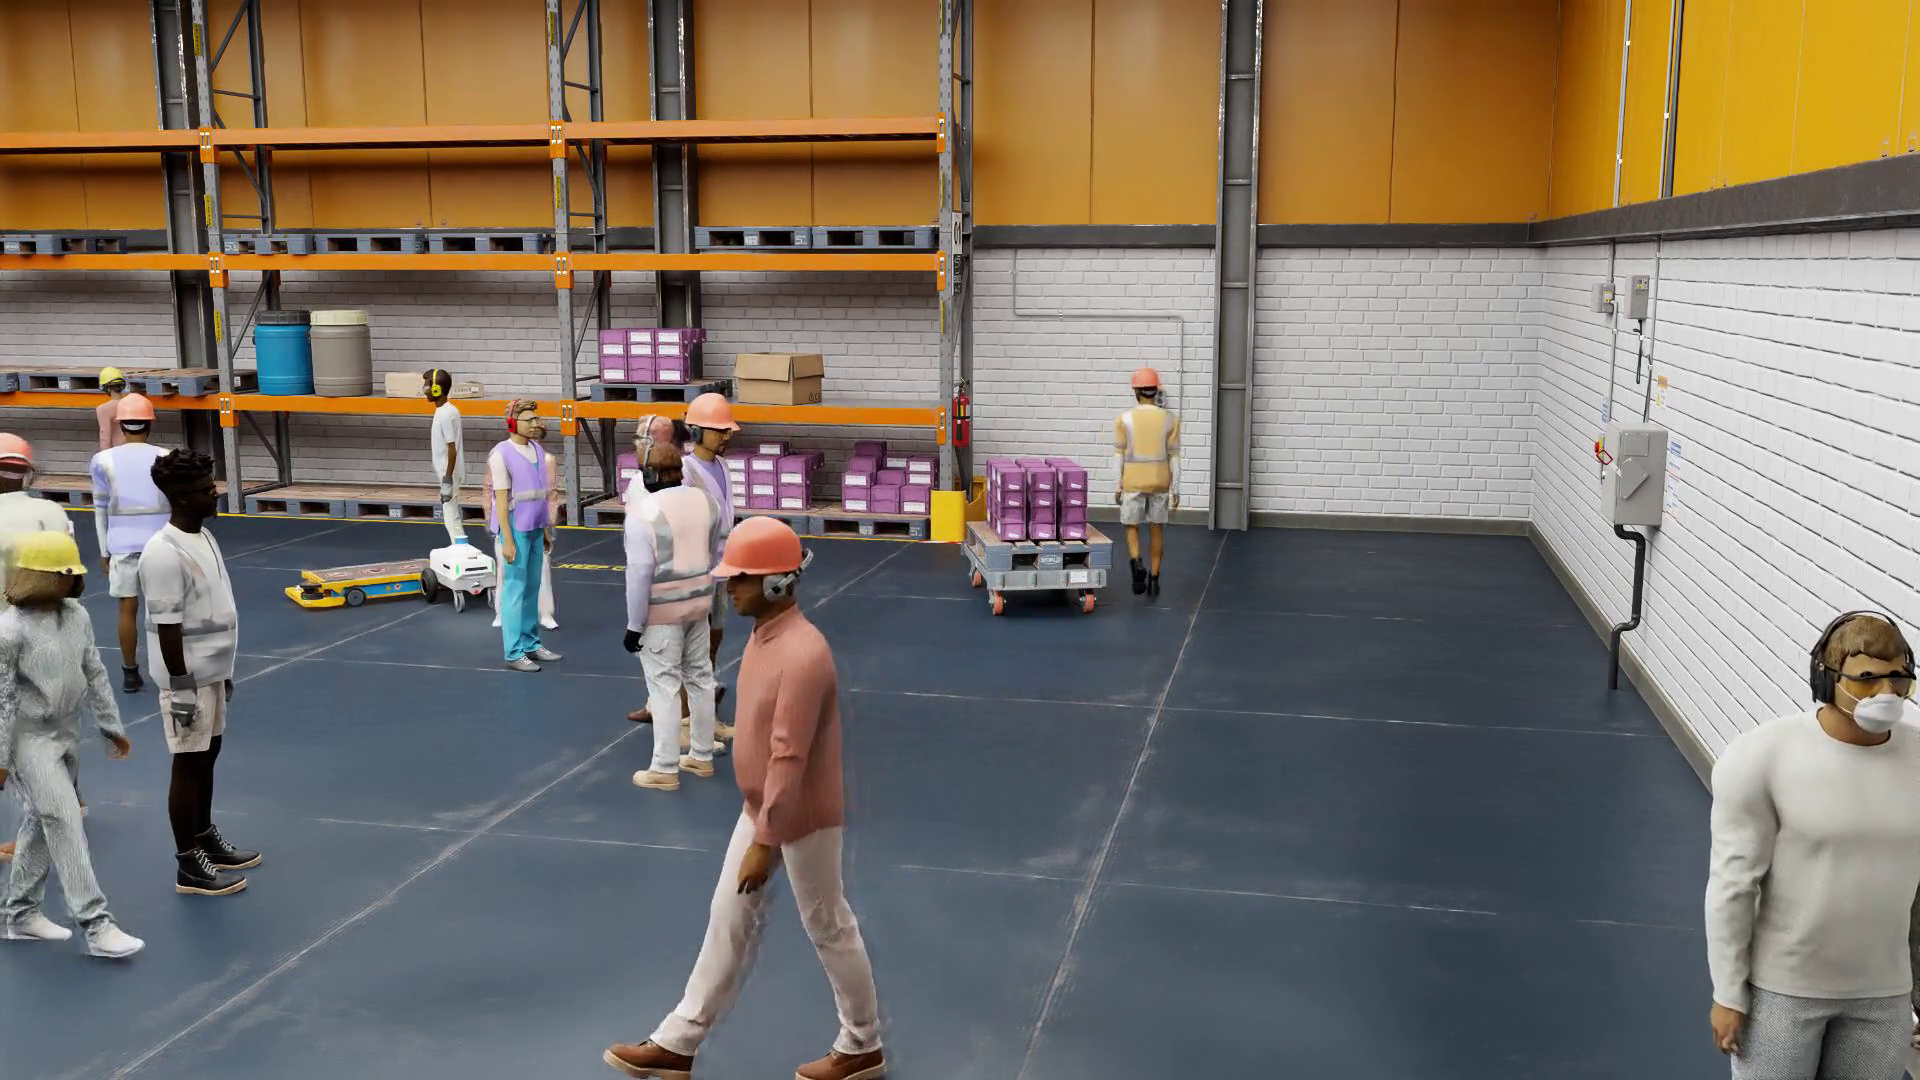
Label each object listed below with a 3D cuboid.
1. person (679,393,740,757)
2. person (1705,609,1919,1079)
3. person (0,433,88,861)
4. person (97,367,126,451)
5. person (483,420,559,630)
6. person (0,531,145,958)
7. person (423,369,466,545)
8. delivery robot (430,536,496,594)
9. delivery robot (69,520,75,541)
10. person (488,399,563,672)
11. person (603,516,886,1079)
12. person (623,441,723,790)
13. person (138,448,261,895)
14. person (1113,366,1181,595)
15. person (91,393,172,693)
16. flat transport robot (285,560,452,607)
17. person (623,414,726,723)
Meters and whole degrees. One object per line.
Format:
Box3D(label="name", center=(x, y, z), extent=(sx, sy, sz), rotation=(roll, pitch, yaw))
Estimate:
Box3D(label="person", center=(-1.408, 0.188, 9.393), extent=(0.395, 2.038, 0.615), rotation=(3, 10, 15))
Box3D(label="person", center=(2.167, 1.122, 4.160), extent=(0.627, 1.941, 0.373), rotation=(-1, 10, -3))
Box3D(label="person", center=(-4.410, 0.480, 7.889), extent=(0.446, 1.964, 0.721), rotation=(1, 10, 4))
Box3D(label="person", center=(-8.007, -0.767, 15.871), extent=(0.329, 1.765, 0.526), rotation=(3, 10, 15))
Box3D(label="person", center=(-3.280, -0.115, 12.471), extent=(0.551, 1.600, 0.635), rotation=(-3, 10, -16))
Box3D(label="person", center=(-3.551, 0.813, 6.655), extent=(0.810, 1.706, 0.507), rotation=(2, 10, 9))
Box3D(label="person", center=(-4.339, -0.512, 14.061), extent=(0.313, 1.864, 0.530), rotation=(-3, 10, -15))
Box3D(label="delivery robot", center=(-4.003, 0.209, 13.383), extent=(0.477, 0.478, 0.707), rotation=(-6, 12, -34))
Box3D(label="delivery robot", center=(-8.397, -0.080, 15.094), extent=(0.707, 0.478, 0.477), rotation=(5, 11, 25))
Box3D(label="person", center=(-2.980, -0.040, 11.318), extent=(0.389, 1.847, 0.567), rotation=(2, 10, 13))
Box3D(label="person", center=(-0.690, 0.903, 5.430), extent=(0.981, 1.951, 0.615), rotation=(-5, 11, -25))
Box3D(label="person", center=(-1.533, 0.396, 8.771), extent=(0.430, 1.838, 0.620), rotation=(7, 12, 36))
Box3D(label="person", center=(-3.367, 0.571, 7.344), extent=(0.364, 1.966, 0.609), rotation=(-2, 10, -10))
Box3D(label="person", center=(1.536, -0.458, 13.603), extent=(0.578, 1.914, 0.617), rotation=(0, 10, 1))
Box3D(label="person", center=(-5.269, 0.020, 10.741), extent=(0.540, 1.929, 0.400), rotation=(-4, 10, -24))
Box3D(label="flat transport robot", center=(-4.756, 0.337, 13.741), extent=(1.431, 0.197, 0.652), rotation=(-7, 12, -34))
Box3D(label="person", center=(-1.701, 0.204, 9.749), extent=(0.646, 1.887, 0.654), rotation=(3, 10, 18))
